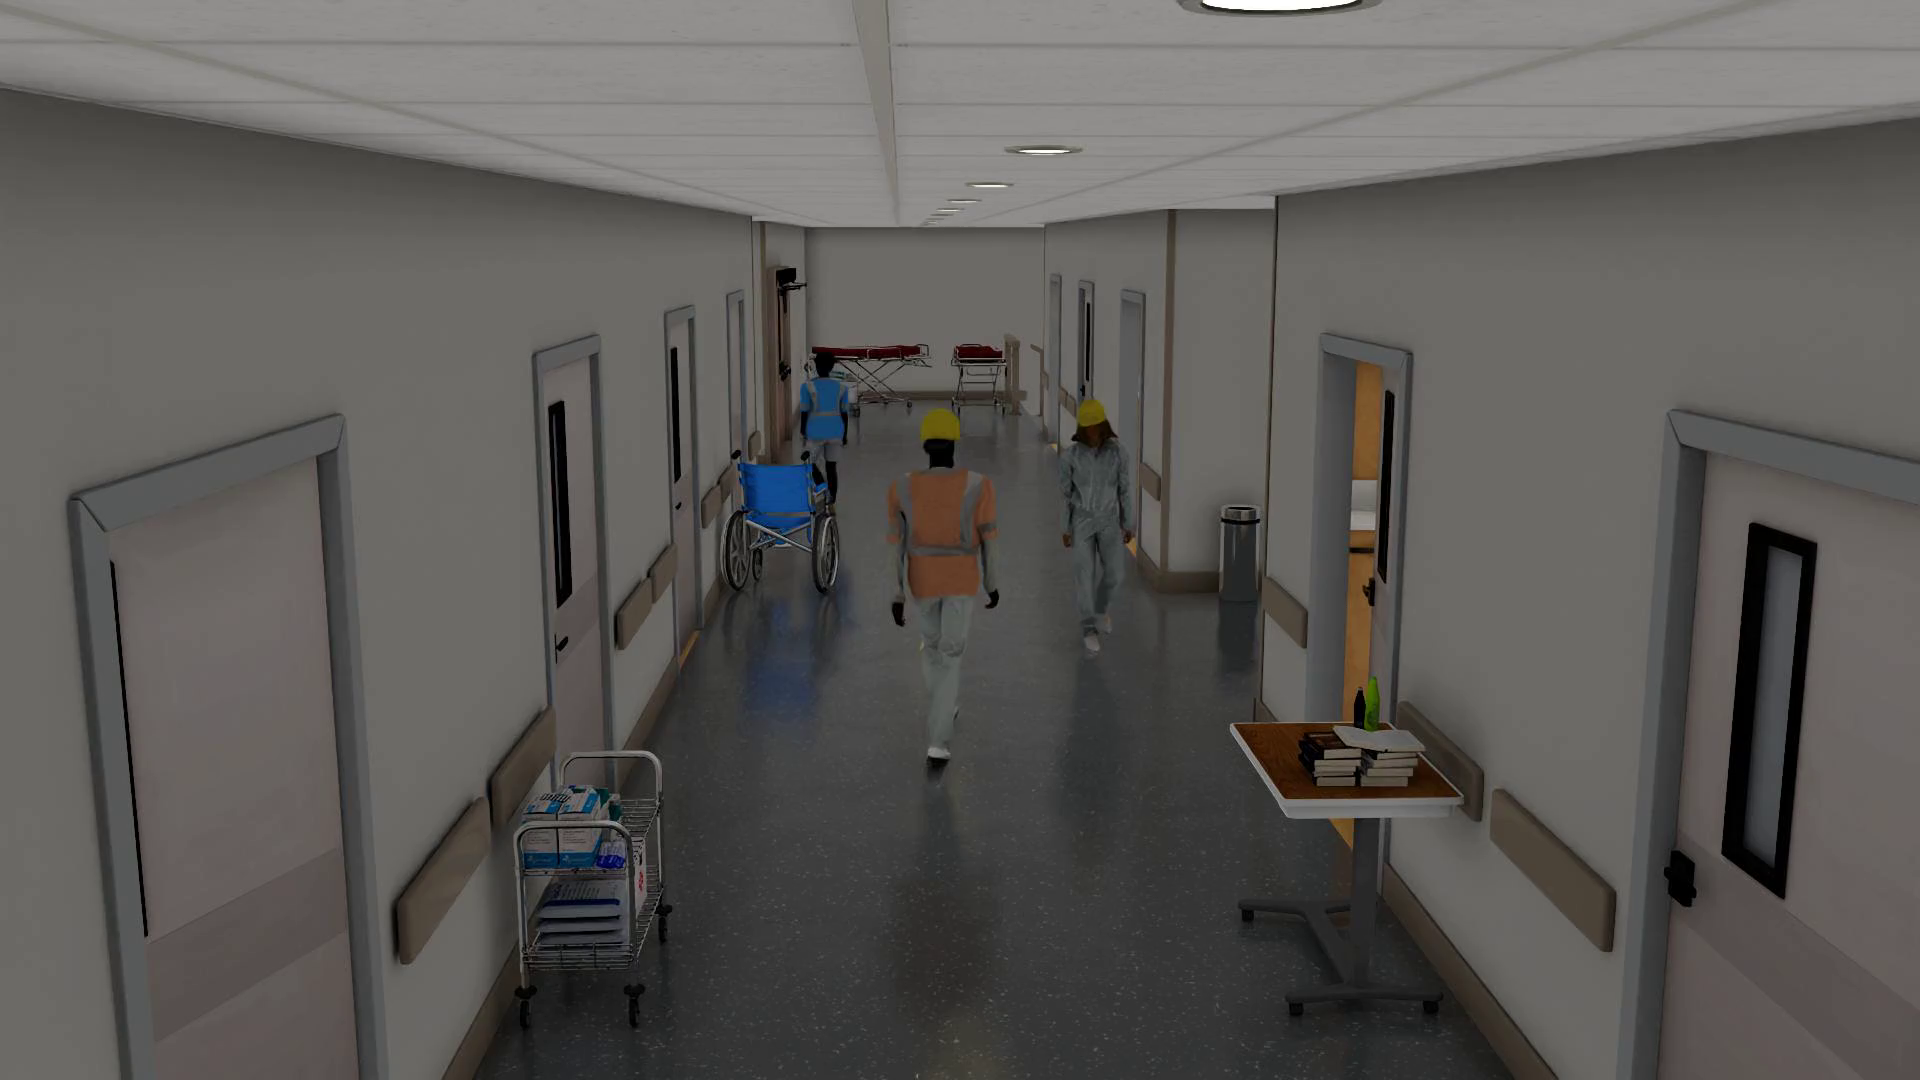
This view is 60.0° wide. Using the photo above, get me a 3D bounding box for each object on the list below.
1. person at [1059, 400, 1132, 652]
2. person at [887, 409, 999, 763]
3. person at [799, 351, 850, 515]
[{"bbox_3d":[0.918,-0.107,11.344,0.514,1.716,0.443,-1,10,-8],"label":"person"},{"bbox_3d":[-0.093,0.232,9.053,0.588,1.881,1.010,2,10,11],"label":"person"},{"bbox_3d":[-1.340,-1.060,16.752,0.544,1.680,0.446,-5,11,-27],"label":"person"}]
